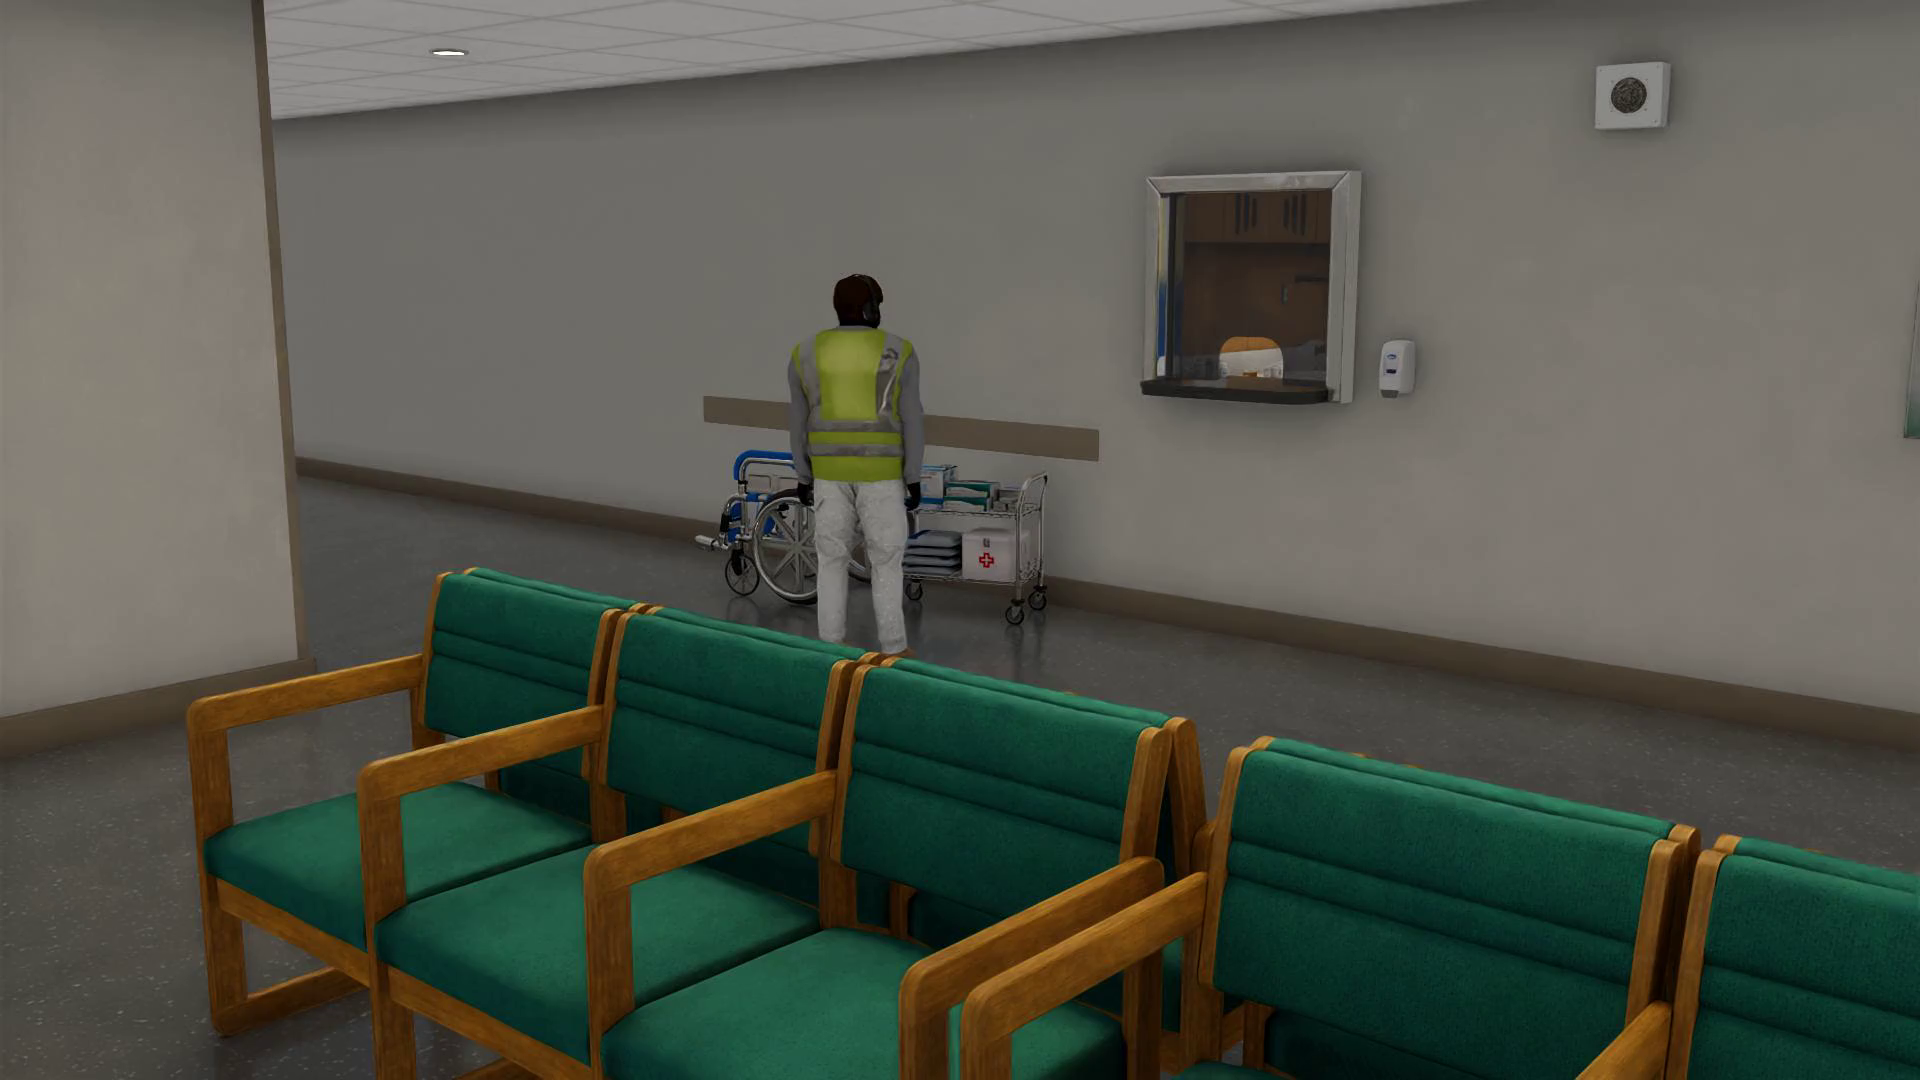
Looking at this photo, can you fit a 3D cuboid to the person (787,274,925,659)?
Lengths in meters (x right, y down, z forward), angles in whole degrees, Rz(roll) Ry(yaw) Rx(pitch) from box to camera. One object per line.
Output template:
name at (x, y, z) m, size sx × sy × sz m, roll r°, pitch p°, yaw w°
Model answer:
person at (-0.467, -0.300, 7.699) m, size 0.625 × 1.840 × 0.430 m, roll 2°, pitch 10°, yaw 10°
